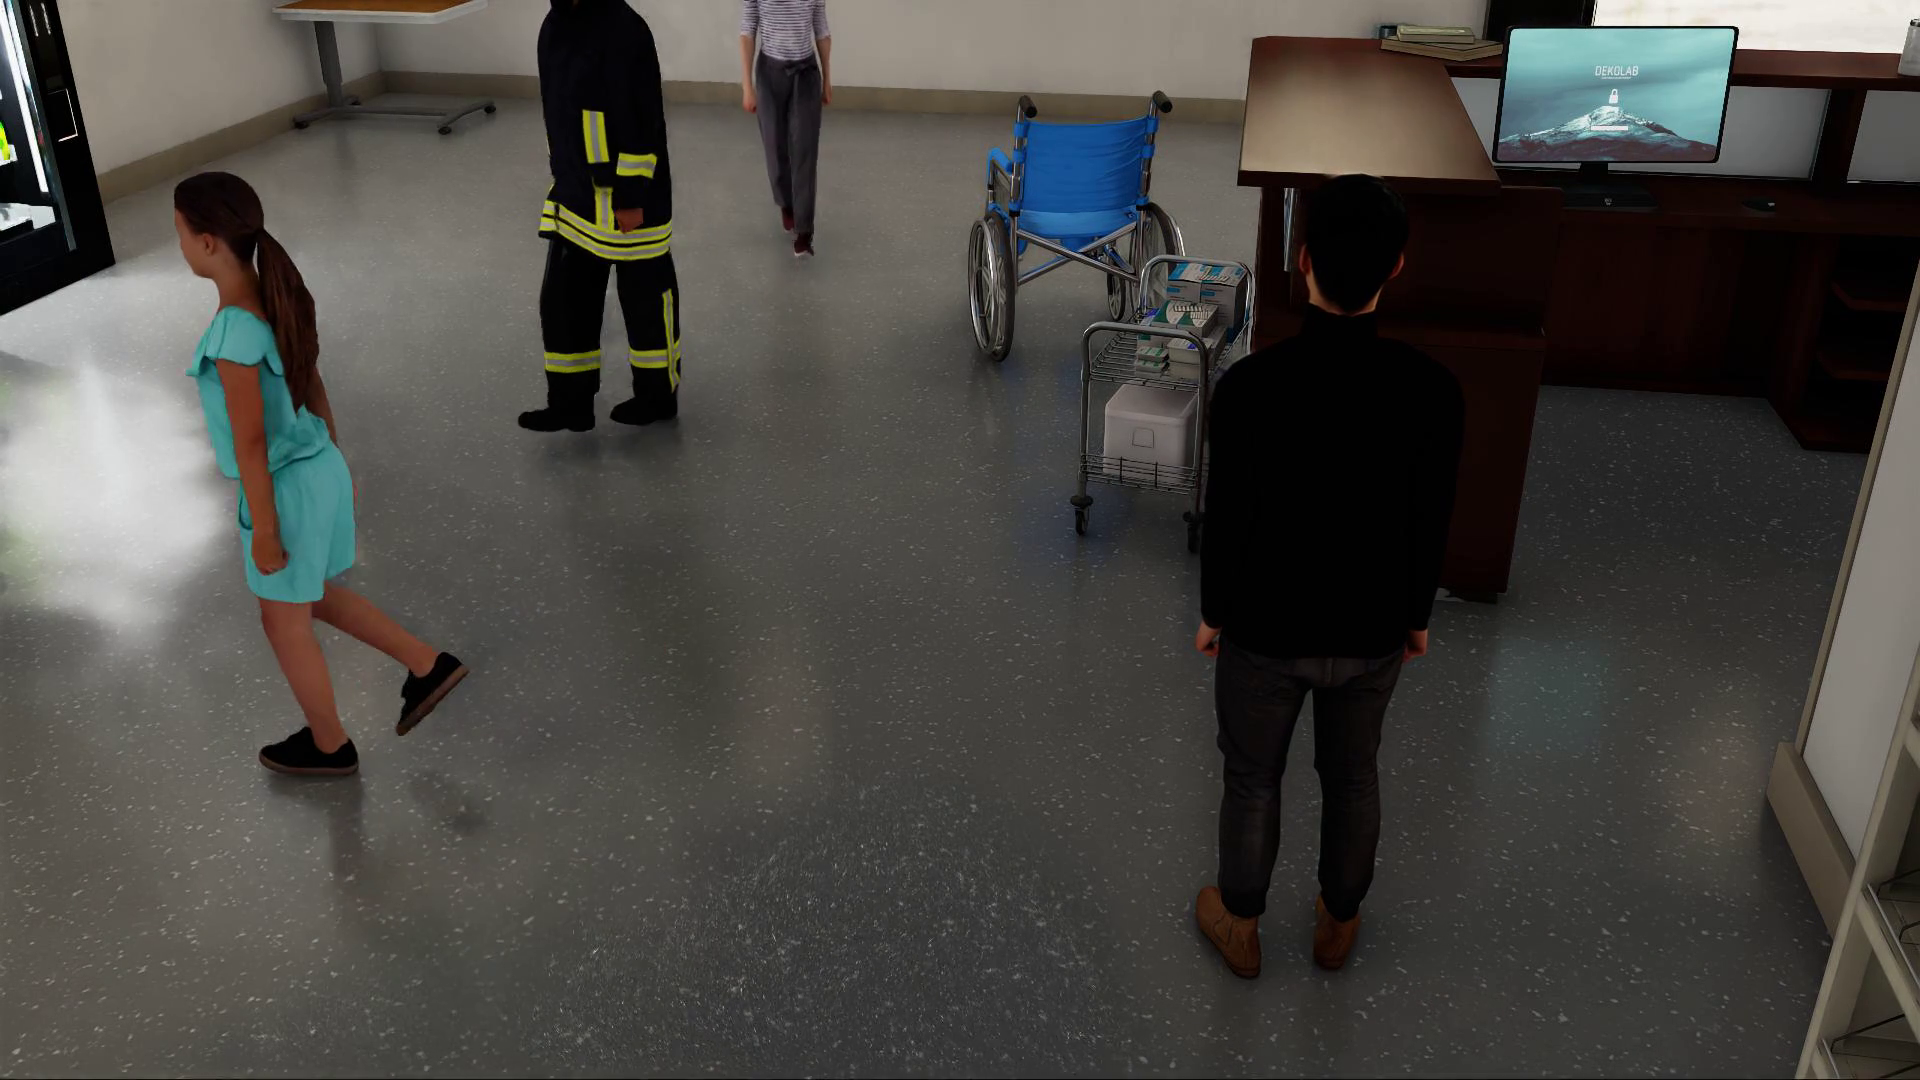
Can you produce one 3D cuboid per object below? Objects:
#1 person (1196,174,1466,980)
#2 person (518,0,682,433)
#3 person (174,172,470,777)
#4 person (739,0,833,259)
[{"bbox_3d":[0.712,0.125,3.334,0.686,1.723,0.609,-1,26,-2],"label":"person"},{"bbox_3d":[-1.229,-1.333,6.141,1.017,1.910,1.080,19,32,34],"label":"person"},{"bbox_3d":[-1.544,-0.110,4.025,0.686,1.546,0.741,-1,26,-1],"label":"person"},{"bbox_3d":[-0.886,-2.303,8.416,0.897,1.682,1.237,-5,26,-10],"label":"person"}]
